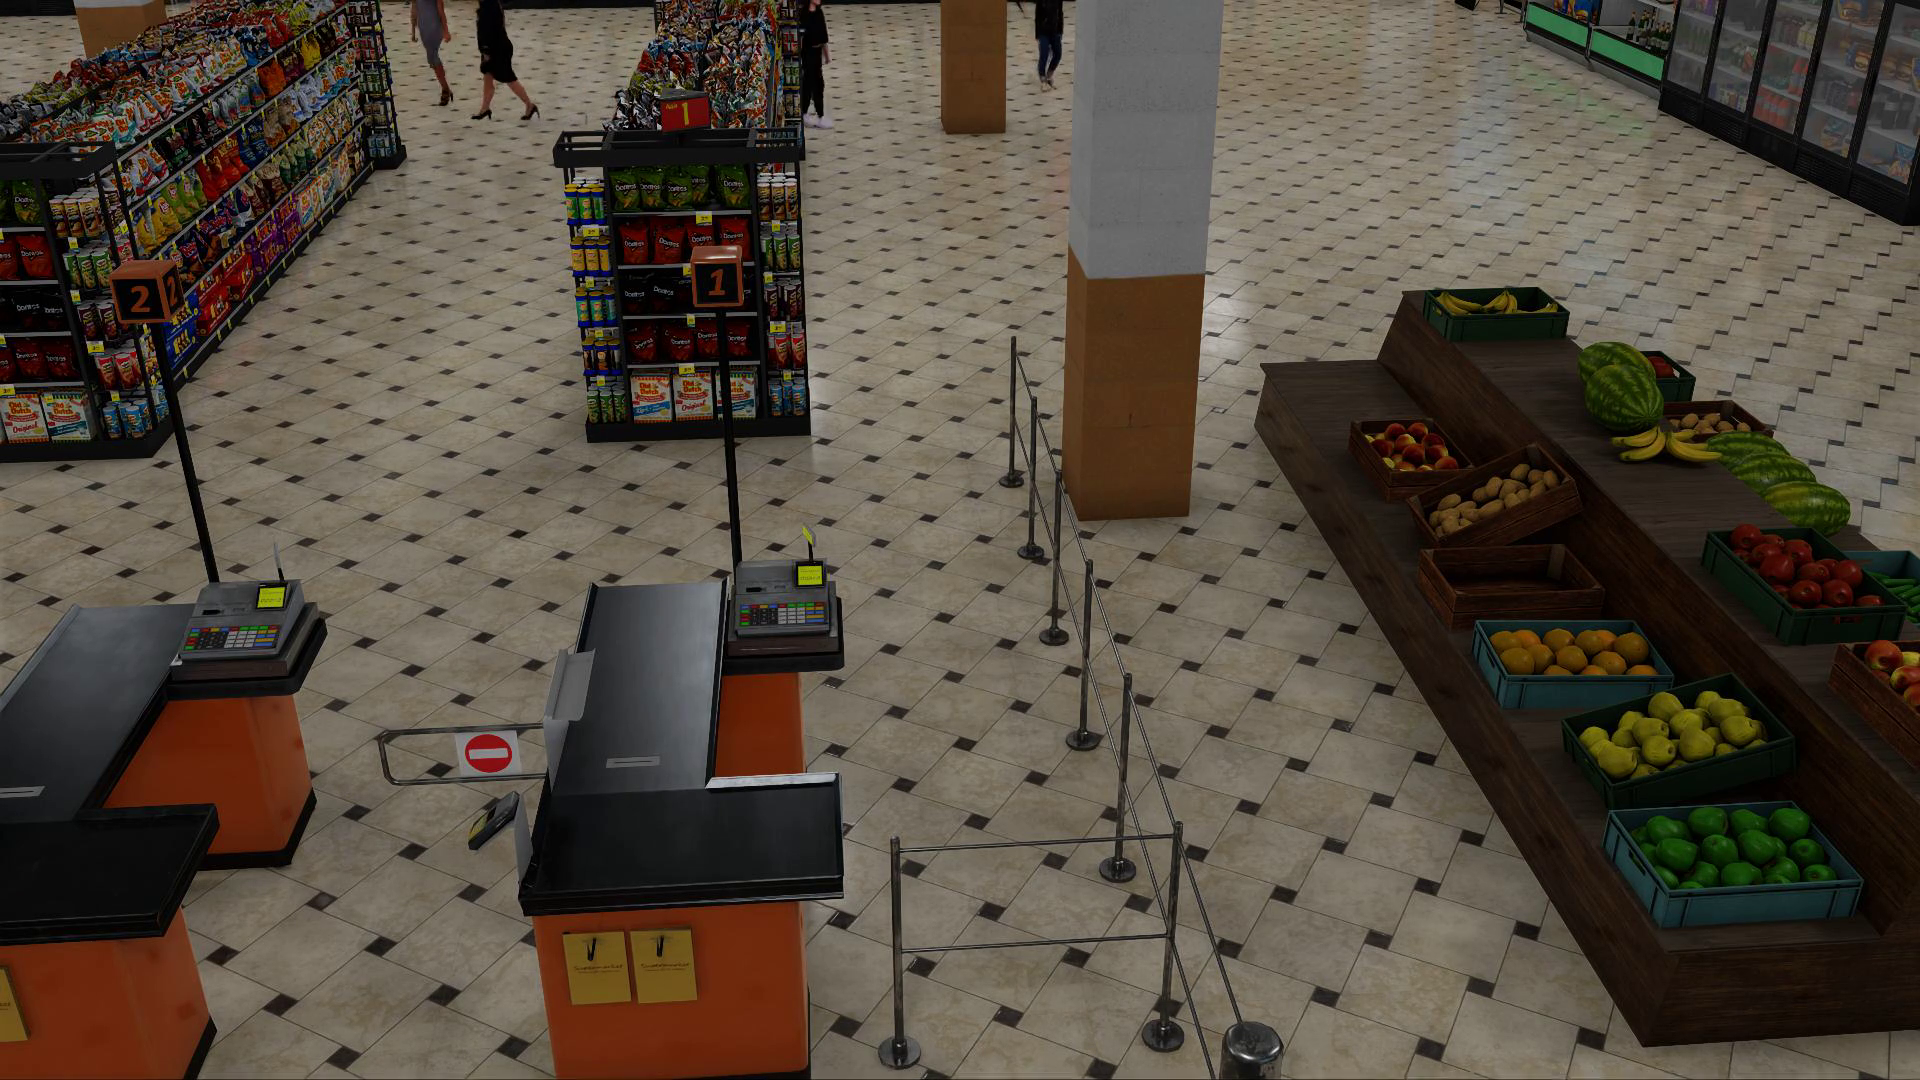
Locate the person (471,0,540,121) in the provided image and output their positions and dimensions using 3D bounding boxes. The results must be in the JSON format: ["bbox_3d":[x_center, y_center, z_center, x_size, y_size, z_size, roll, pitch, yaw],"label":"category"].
[{"bbox_3d":[-5.326,-5.680,19.433,0.767,1.631,0.974,-1,27,-2],"label":"person"}]

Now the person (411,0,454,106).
[{"bbox_3d":[-6.379,-6.214,20.333,0.746,1.769,0.789,14,30,25],"label":"person"}]

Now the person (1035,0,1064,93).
[{"bbox_3d":[1.097,-6.482,21.187,0.643,1.473,0.636,-13,30,-23],"label":"person"}]

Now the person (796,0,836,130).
[{"bbox_3d":[-1.793,-5.611,19.306,0.915,1.621,0.877,15,31,27],"label":"person"}]
